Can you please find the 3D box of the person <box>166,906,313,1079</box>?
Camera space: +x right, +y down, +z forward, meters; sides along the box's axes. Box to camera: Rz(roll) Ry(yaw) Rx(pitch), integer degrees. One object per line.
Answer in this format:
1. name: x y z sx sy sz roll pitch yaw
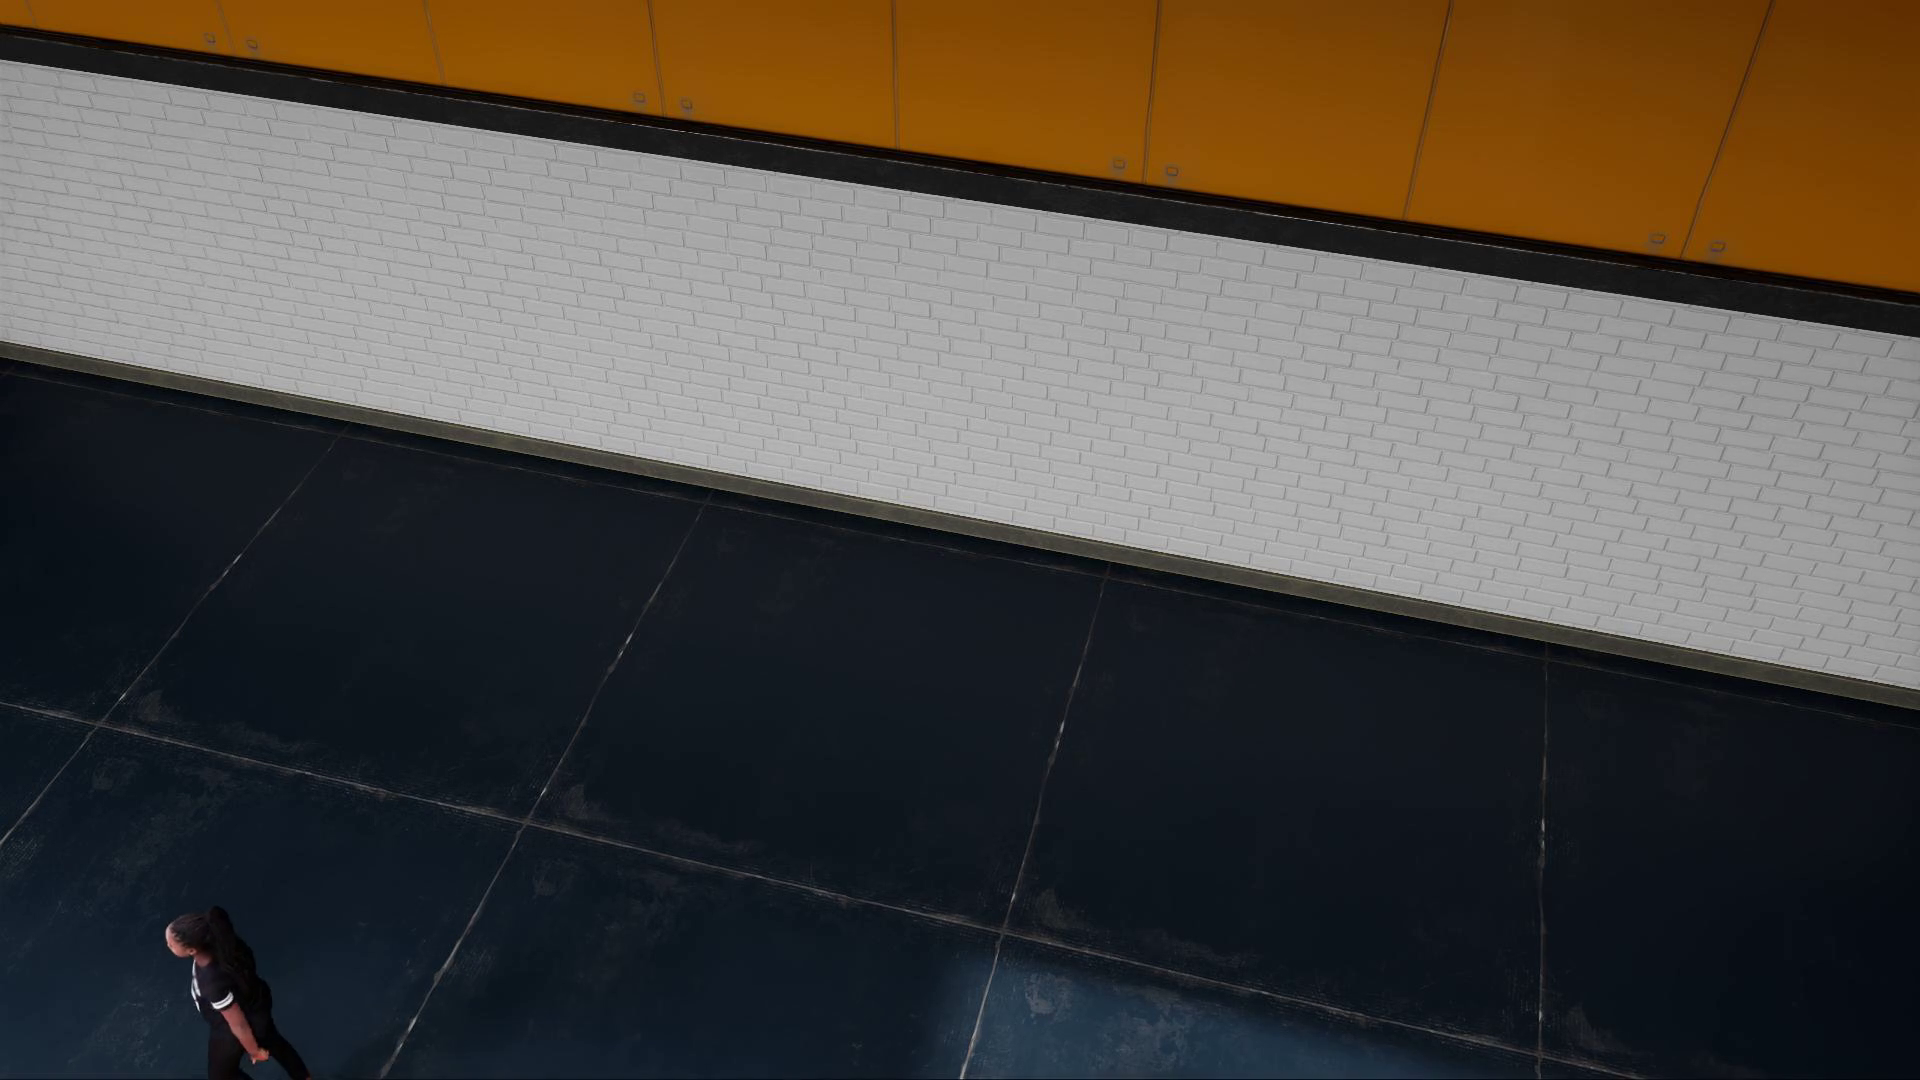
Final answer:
1. person: -3.473 2.346 8.247 0.806 1.715 0.734 -11 45 -11
